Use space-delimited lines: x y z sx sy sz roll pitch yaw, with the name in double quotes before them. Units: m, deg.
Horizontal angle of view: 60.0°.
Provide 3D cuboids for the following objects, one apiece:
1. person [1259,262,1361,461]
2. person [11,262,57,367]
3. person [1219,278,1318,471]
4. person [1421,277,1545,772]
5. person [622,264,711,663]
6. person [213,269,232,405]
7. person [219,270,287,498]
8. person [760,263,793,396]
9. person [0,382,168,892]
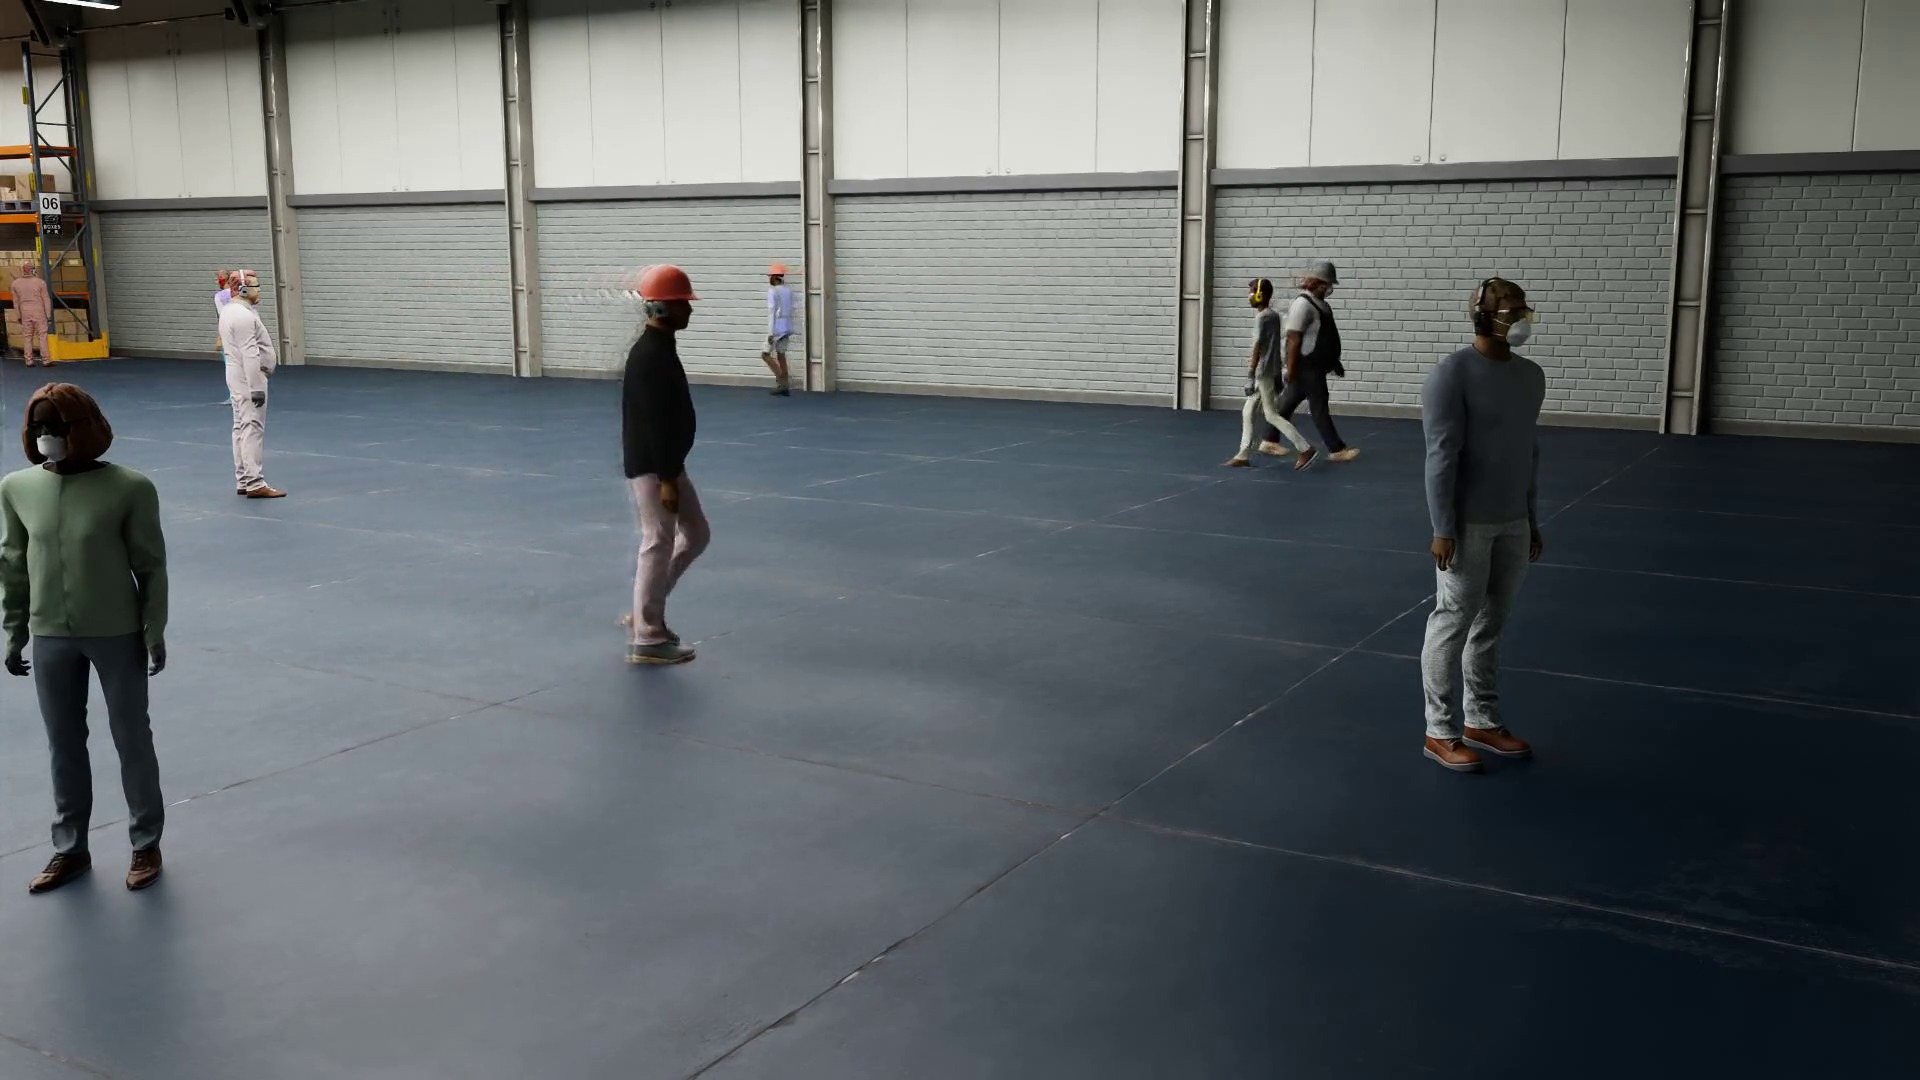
"person" 3.487 -1.817 16.580 1.064 2.000 0.689 4 11 24
"person" -16.902 -4.106 30.365 0.639 1.911 0.406 -1 10 -4
"person" 2.949 -1.554 15.712 0.920 1.831 0.558 4 11 23
"person" 2.090 -0.064 6.616 0.631 1.940 0.372 -7 12 -34
"person" -1.462 -0.360 8.231 0.447 1.981 0.636 -1 10 -4
"person" -9.868 -2.743 22.581 0.374 1.839 0.572 2 10 13
"person" -5.952 -1.304 13.969 0.410 1.909 0.642 -7 12 -35
"person" -2.645 -3.028 24.019 0.410 1.917 0.564 5 11 28
"person" -2.782 0.313 5.298 0.507 1.631 0.265 -1 10 -4
